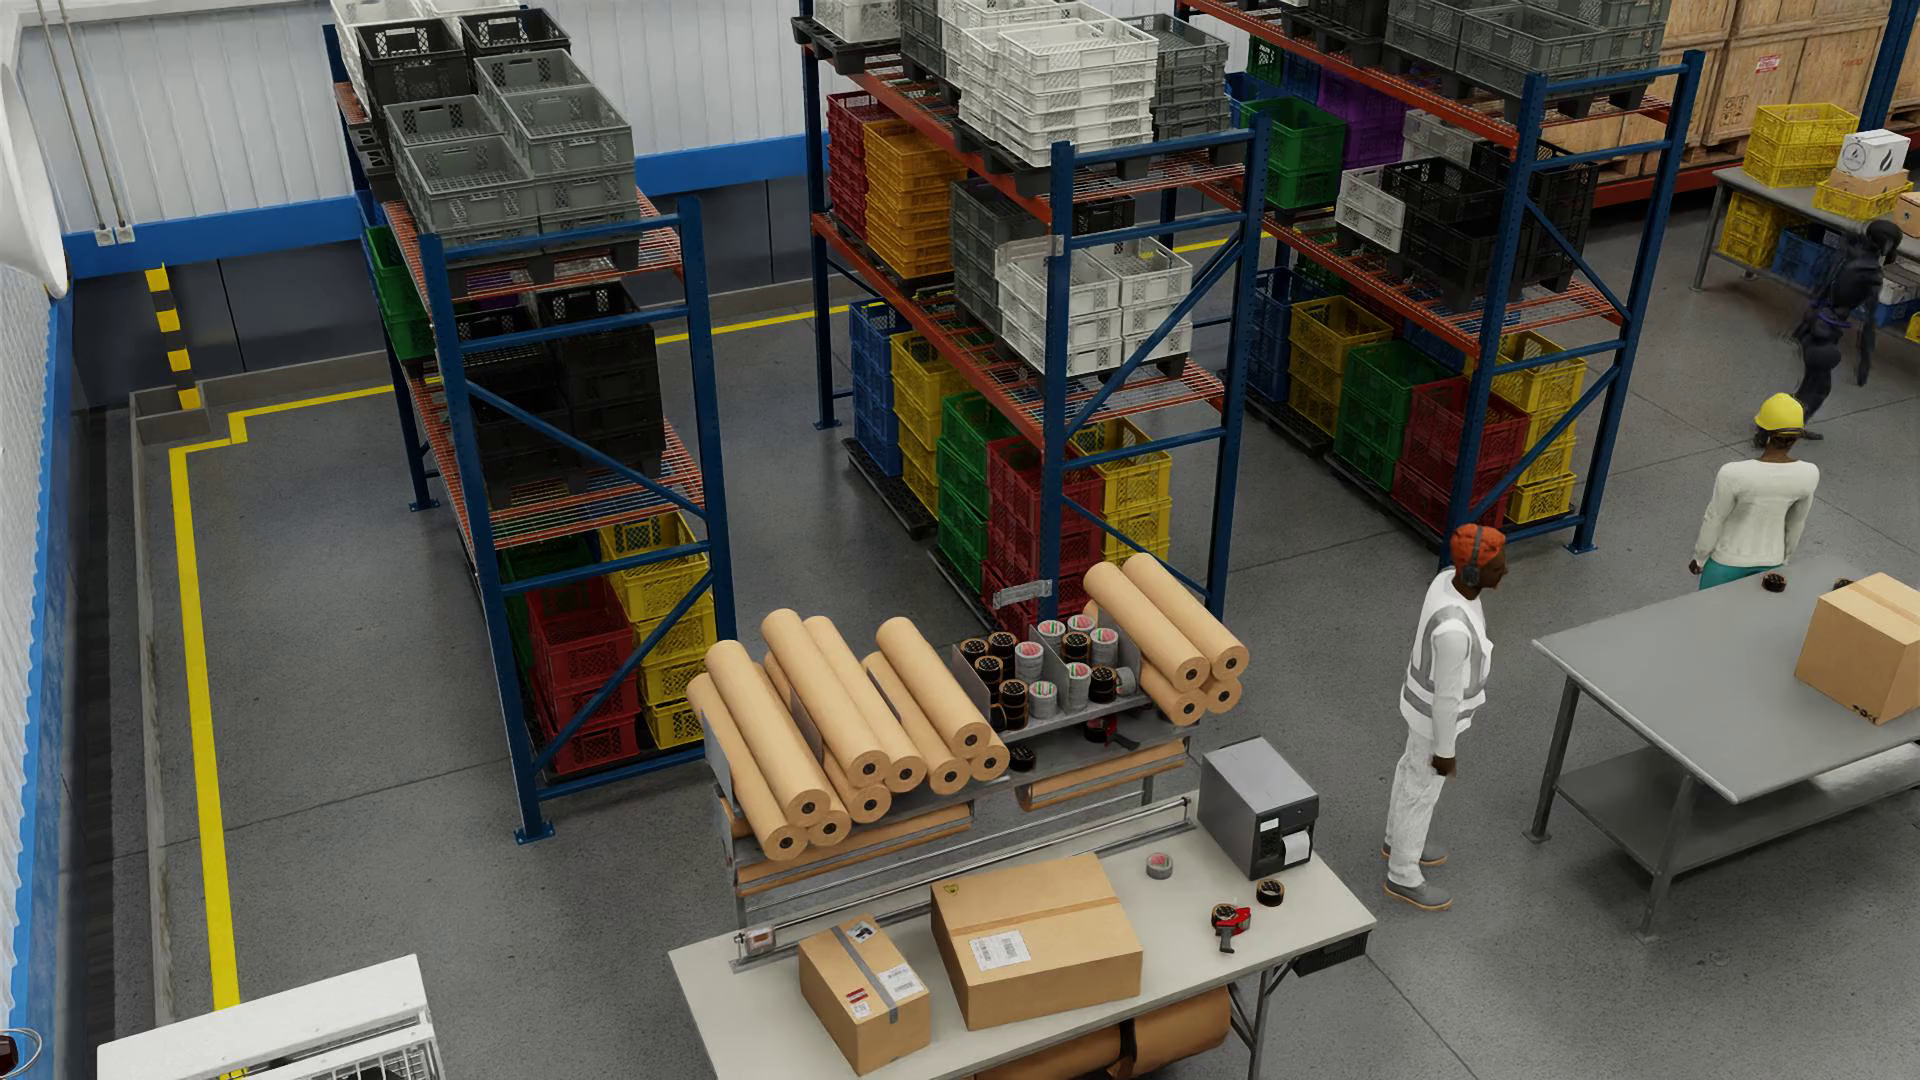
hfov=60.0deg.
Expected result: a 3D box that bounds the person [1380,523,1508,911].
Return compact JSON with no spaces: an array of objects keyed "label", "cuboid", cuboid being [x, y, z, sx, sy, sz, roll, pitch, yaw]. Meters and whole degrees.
[{"label":"person","cuboid":[2.088,0.753,7.209,0.362,1.882,0.574,8,32,12]}]

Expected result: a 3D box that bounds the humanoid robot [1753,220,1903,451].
[{"label":"humanoid robot","cuboid":[5.601,-1.311,10.773,0.573,1.625,0.593,5,32,8]}]

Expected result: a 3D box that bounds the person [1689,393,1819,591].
[{"label":"person","cuboid":[3.969,0.073,8.433,0.516,1.756,0.337,-2,32,-4]}]
